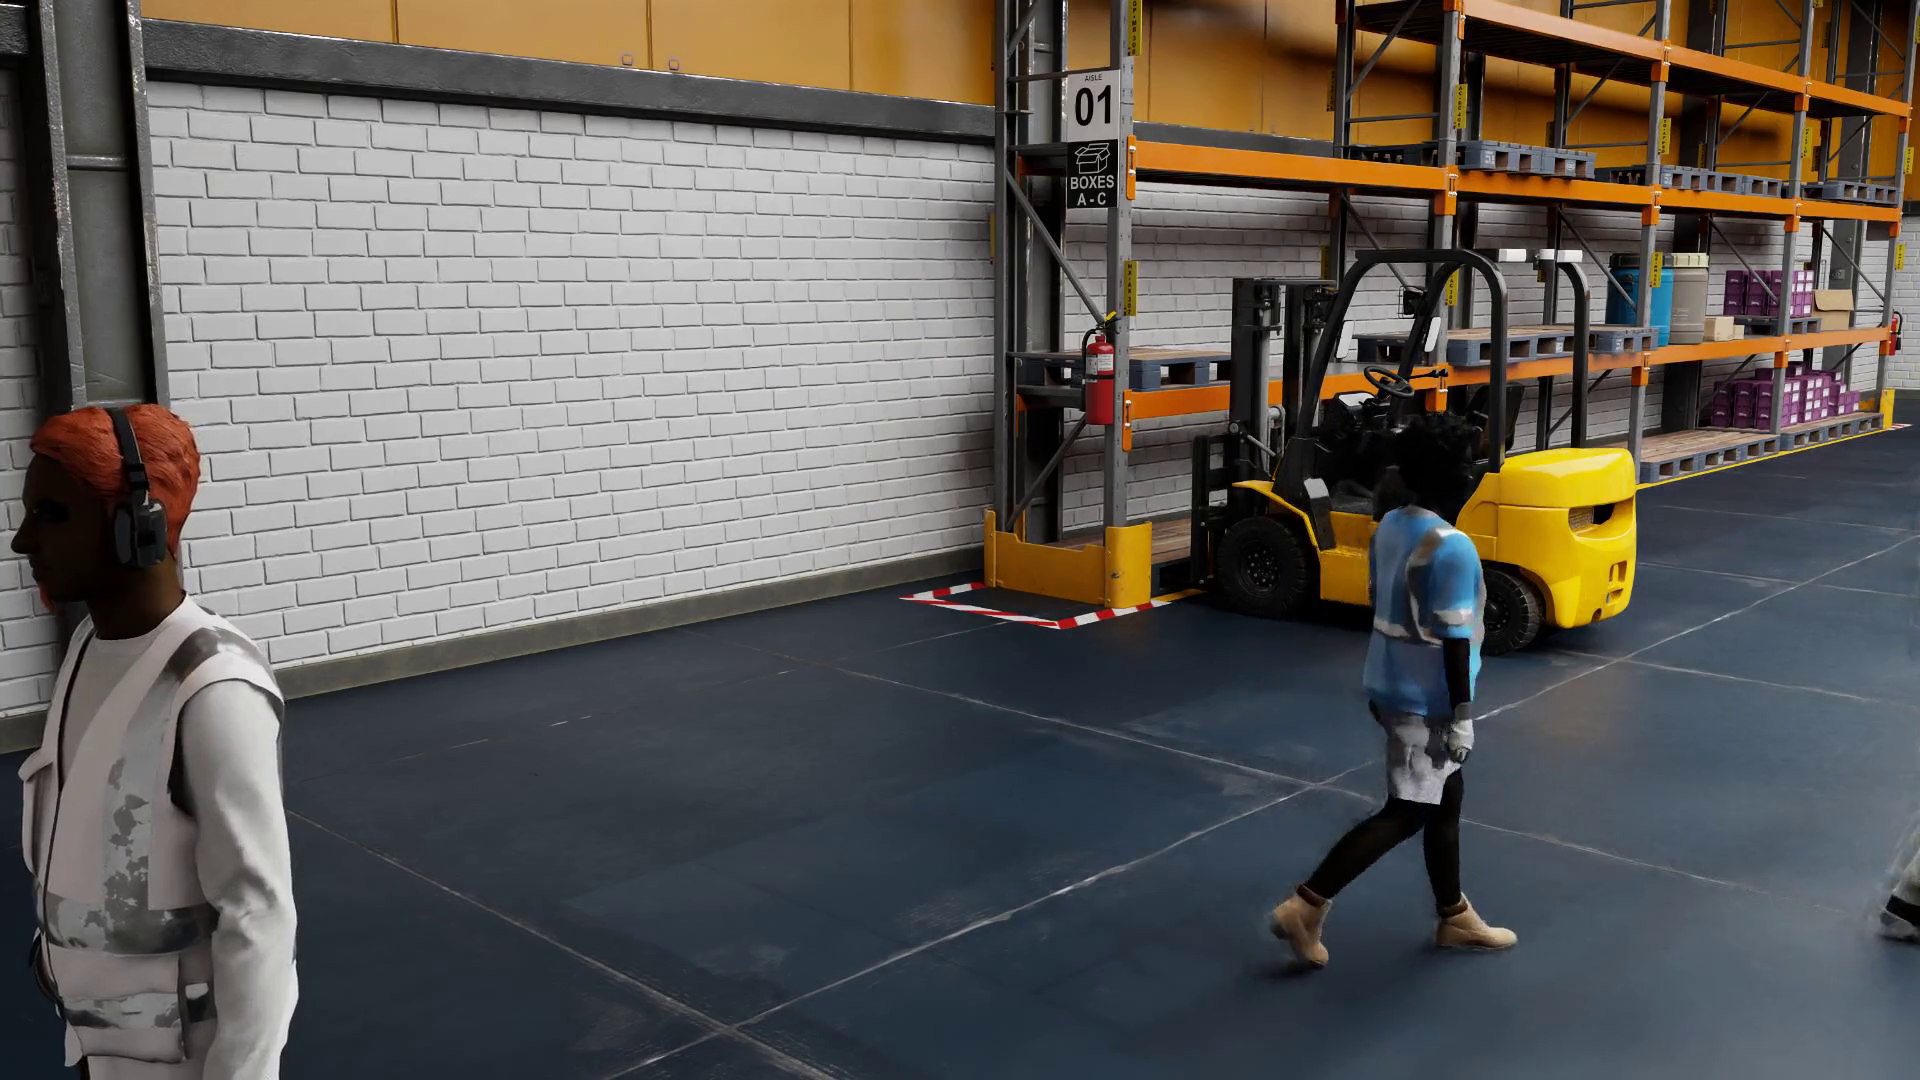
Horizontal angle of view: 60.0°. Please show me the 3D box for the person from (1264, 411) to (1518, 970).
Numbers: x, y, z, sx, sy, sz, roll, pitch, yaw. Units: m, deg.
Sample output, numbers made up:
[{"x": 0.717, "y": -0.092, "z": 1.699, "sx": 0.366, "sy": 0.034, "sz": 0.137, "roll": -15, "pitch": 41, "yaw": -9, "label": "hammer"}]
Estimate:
[{"x": 1.288, "y": 0.453, "z": 4.871, "sx": 0.786, "sy": 1.671, "sz": 0.536, "roll": -1, "pitch": 9, "yaw": -6, "label": "person"}]

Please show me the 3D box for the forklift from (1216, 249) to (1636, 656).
[{"x": 2.710, "y": -0.584, "z": 9.626, "sx": 2.313, "sy": 2.155, "sz": 1.214, "roll": 9, "pitch": 13, "yaw": 43, "label": "forklift"}]

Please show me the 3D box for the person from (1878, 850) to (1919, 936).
[{"x": 3.233, "y": 0.408, "z": 4.816, "sx": 0.946, "sy": 1.785, "sz": 0.617, "roll": 4, "pitch": 10, "yaw": 25, "label": "person"}]

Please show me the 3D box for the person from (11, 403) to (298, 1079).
[{"x": -1.168, "y": 0.741, "z": 2.452, "sx": 0.576, "sy": 1.883, "sz": 0.354, "roll": 9, "pitch": 13, "yaw": 43, "label": "person"}]
